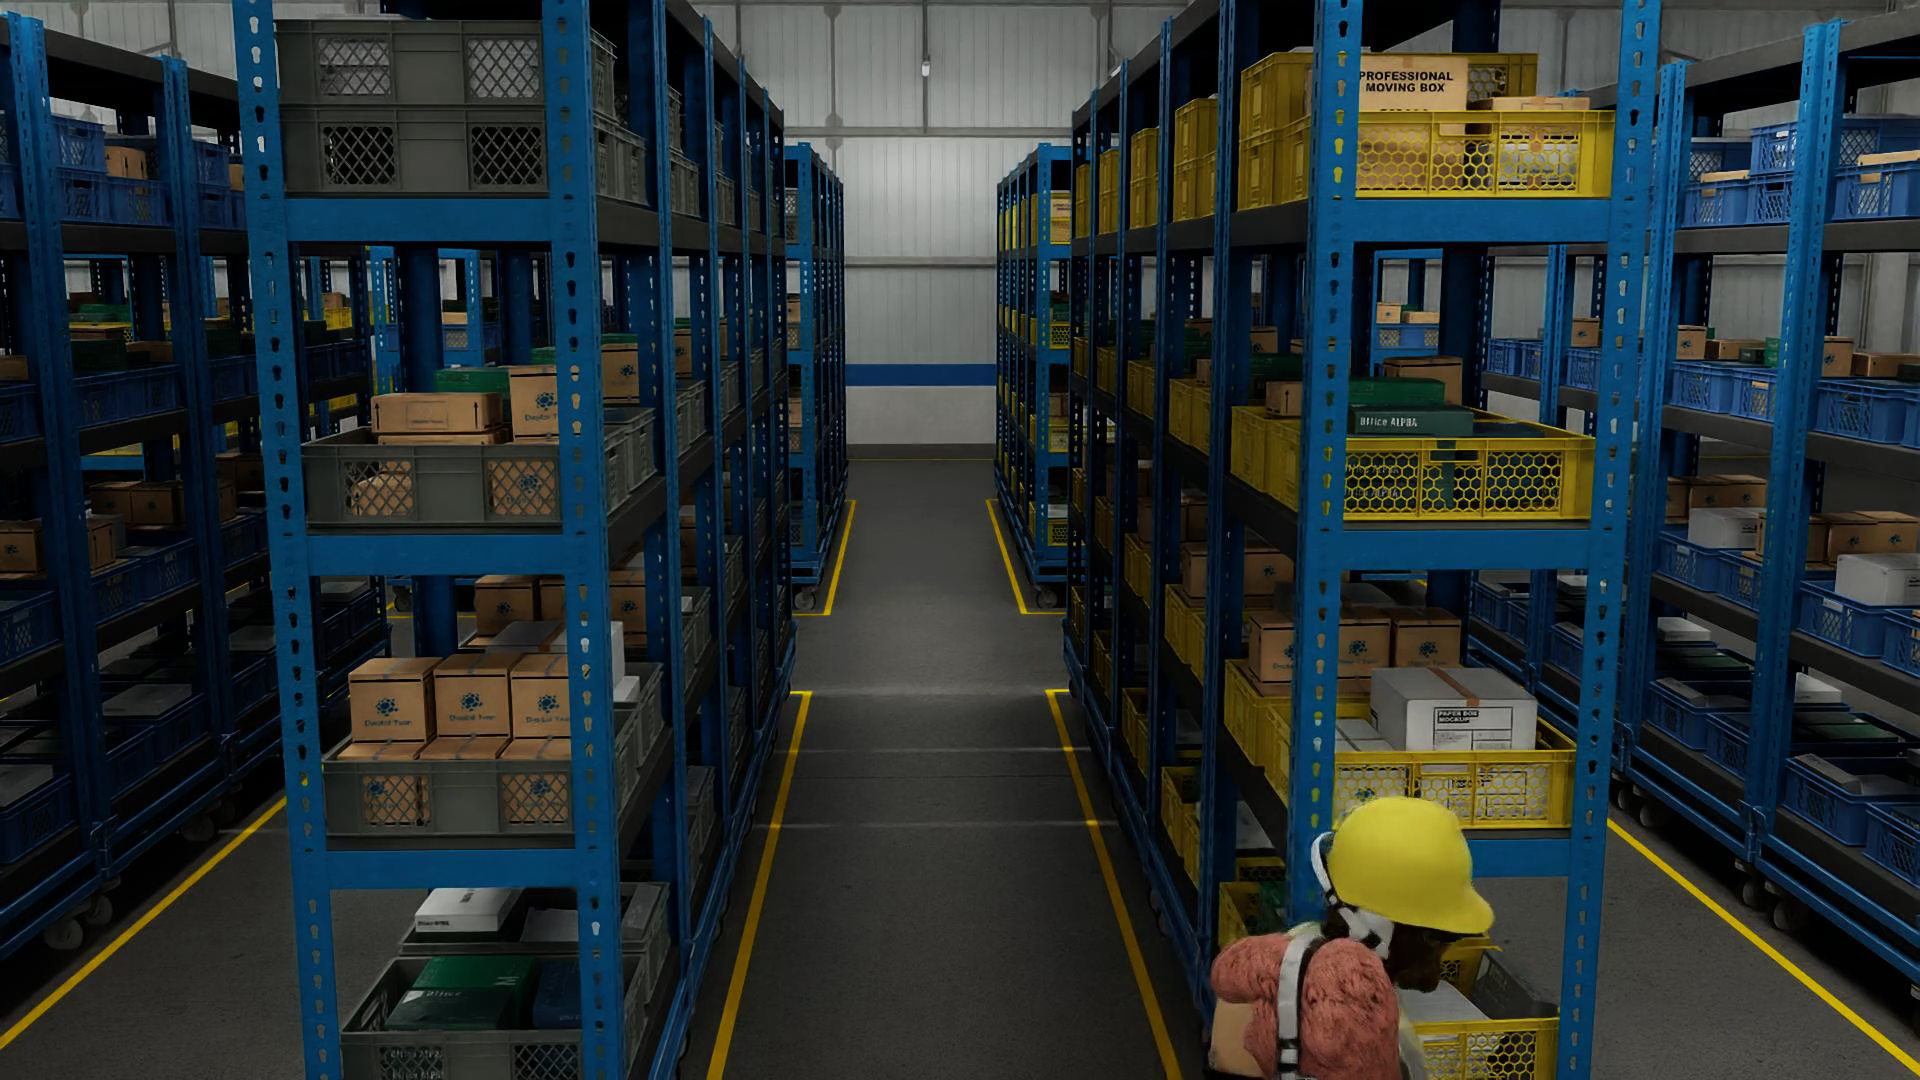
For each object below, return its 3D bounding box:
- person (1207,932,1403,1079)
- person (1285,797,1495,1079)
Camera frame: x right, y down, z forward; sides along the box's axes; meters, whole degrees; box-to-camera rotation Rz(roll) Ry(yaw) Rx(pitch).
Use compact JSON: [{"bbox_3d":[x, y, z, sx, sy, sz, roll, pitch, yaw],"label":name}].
[{"bbox_3d":[0.431,1.407,2.095,0.399,1.902,0.643,1,9,6],"label":"person"},{"bbox_3d":[0.691,1.318,2.965,0.446,1.790,0.635,0,9,3],"label":"person"}]
